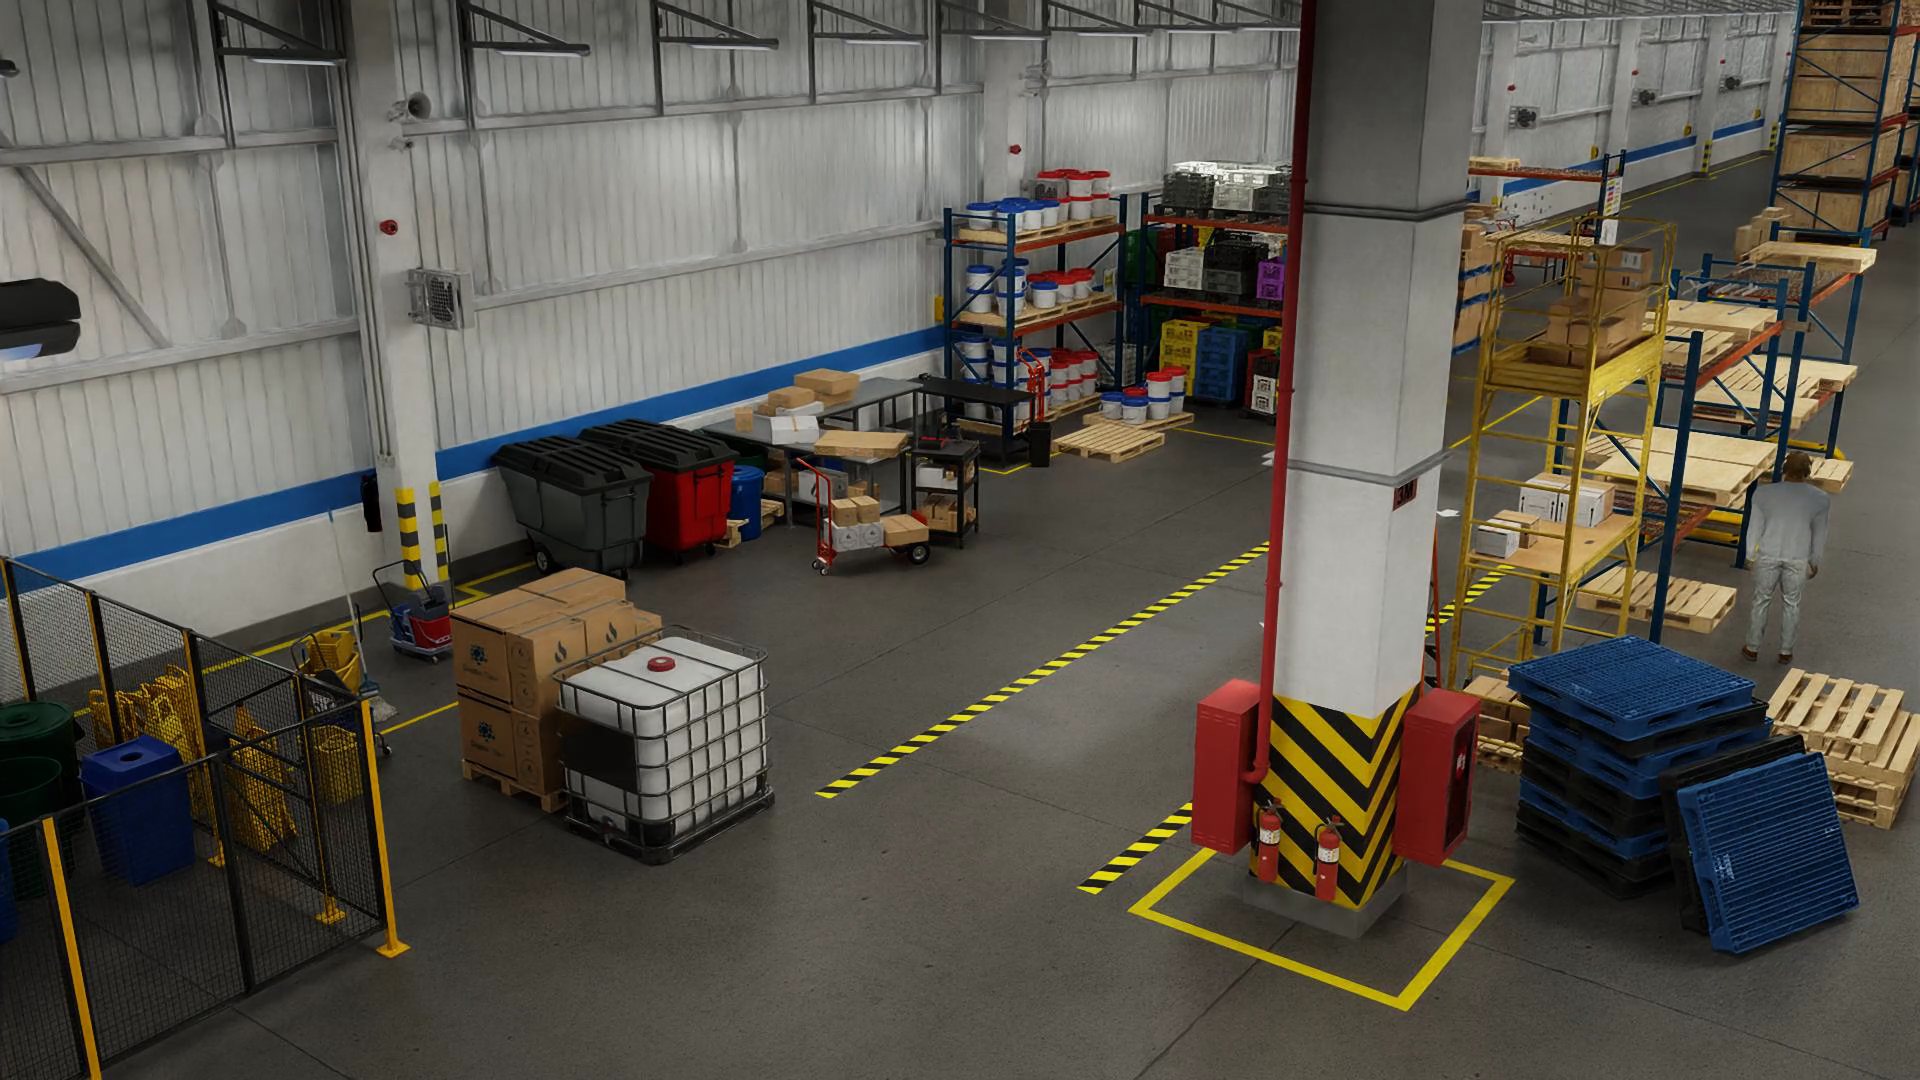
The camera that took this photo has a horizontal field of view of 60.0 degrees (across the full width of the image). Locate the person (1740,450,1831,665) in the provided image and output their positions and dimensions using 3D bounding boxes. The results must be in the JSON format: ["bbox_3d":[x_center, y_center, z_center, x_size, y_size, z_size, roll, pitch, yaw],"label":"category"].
[{"bbox_3d":[7.240,0.153,14.640,0.636,1.939,0.365,6,19,19],"label":"person"}]
